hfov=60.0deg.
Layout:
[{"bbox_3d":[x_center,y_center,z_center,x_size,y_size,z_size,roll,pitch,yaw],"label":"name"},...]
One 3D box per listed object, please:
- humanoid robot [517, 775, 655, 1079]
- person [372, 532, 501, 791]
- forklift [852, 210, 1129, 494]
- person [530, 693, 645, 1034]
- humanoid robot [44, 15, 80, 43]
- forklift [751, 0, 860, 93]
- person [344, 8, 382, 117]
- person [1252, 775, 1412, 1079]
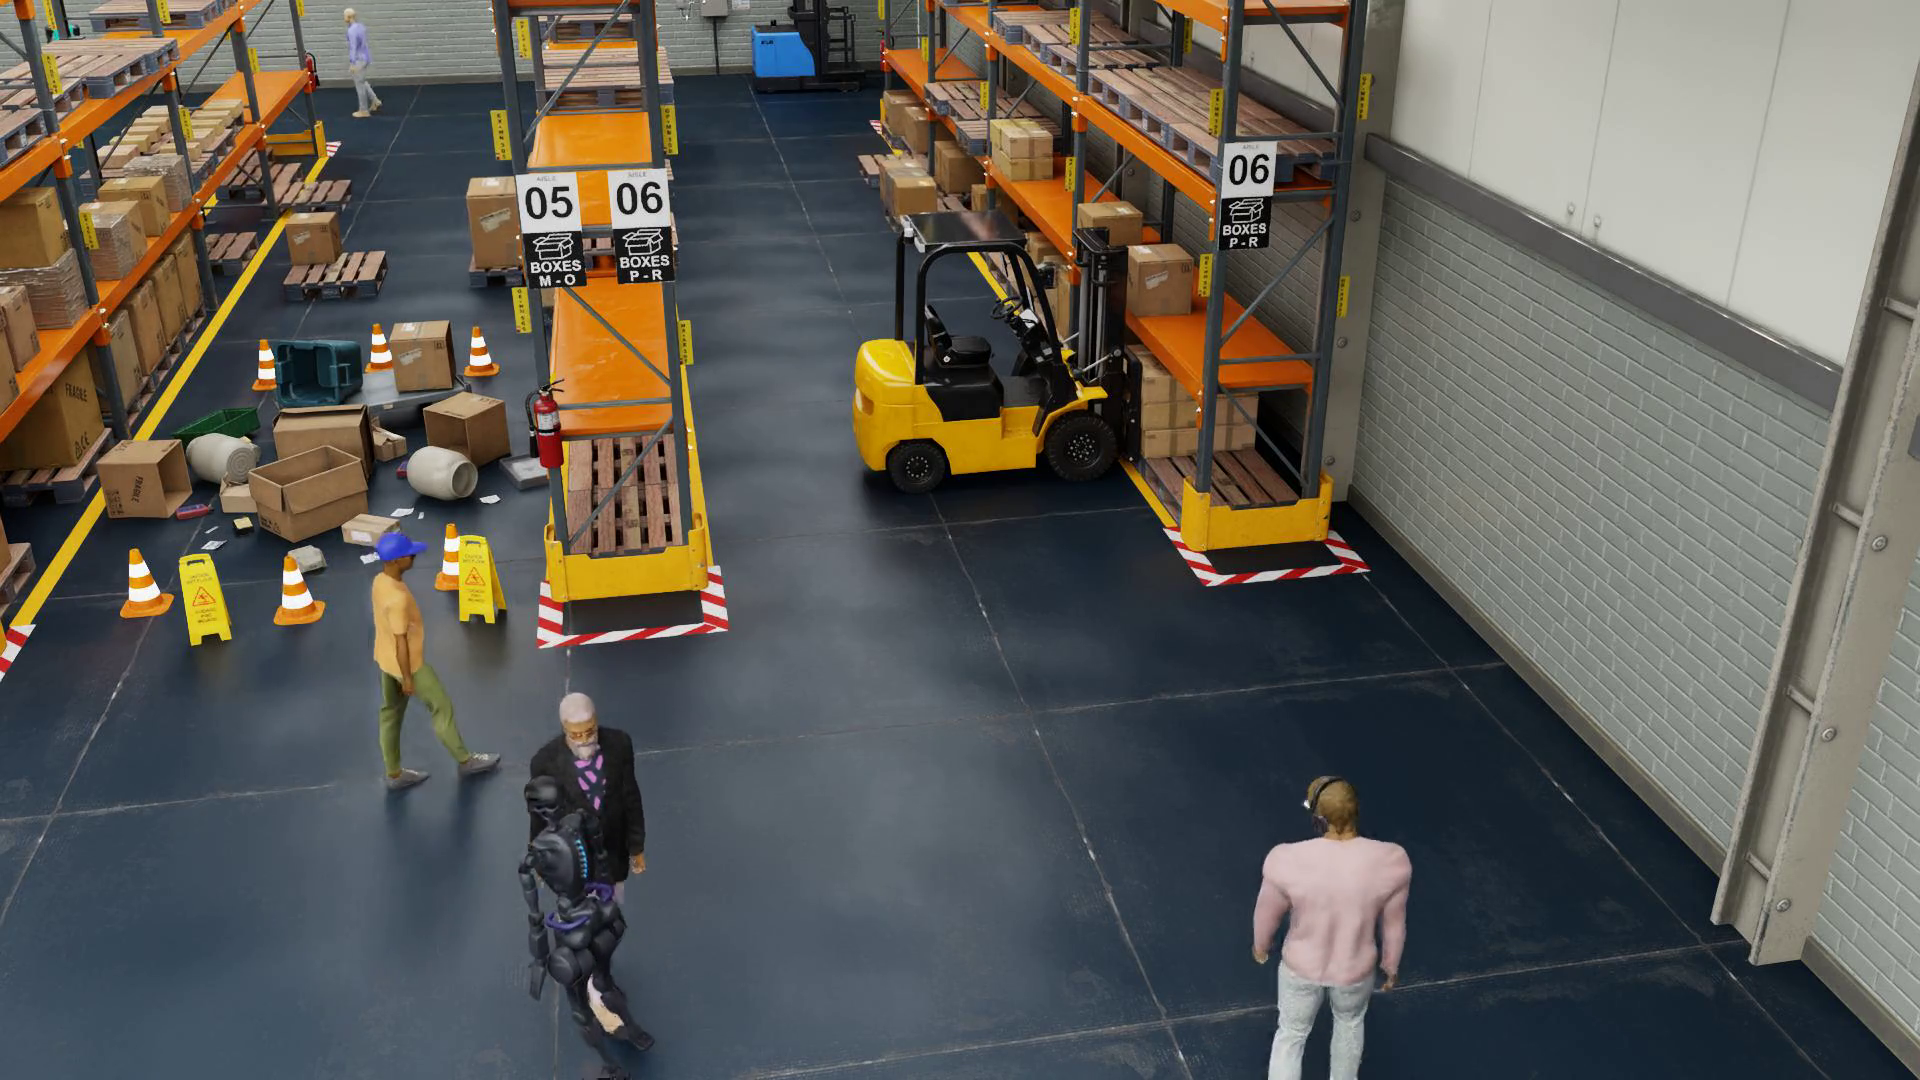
[{"bbox_3d":[-1.766,1.822,7.728,0.425,1.638,0.610,12,28,24],"label":"humanoid robot"},{"bbox_3d":[-3.213,0.708,10.001,0.780,1.684,0.482,-16,30,-30],"label":"person"},{"bbox_3d":[0.216,-1.659,14.366,2.313,2.155,1.214,-5,26,-10],"label":"forklift"},{"bbox_3d":[-1.865,1.489,8.234,0.534,1.822,0.786,-17,30,-31],"label":"person"},{"bbox_3d":[-15.100,-8.003,28.086,0.550,1.740,0.893,-19,32,-35],"label":"humanoid robot"},{"bbox_3d":[-2.872,-9.679,30.288,1.873,2.768,1.129,-5,26,-10],"label":"forklift"},{"bbox_3d":[-10.193,-8.113,28.266,0.442,1.787,0.652,2,26,5],"label":"person"},{"bbox_3d":[1.628,1.867,7.373,0.665,1.899,0.596,3,26,5],"label":"person"}]
